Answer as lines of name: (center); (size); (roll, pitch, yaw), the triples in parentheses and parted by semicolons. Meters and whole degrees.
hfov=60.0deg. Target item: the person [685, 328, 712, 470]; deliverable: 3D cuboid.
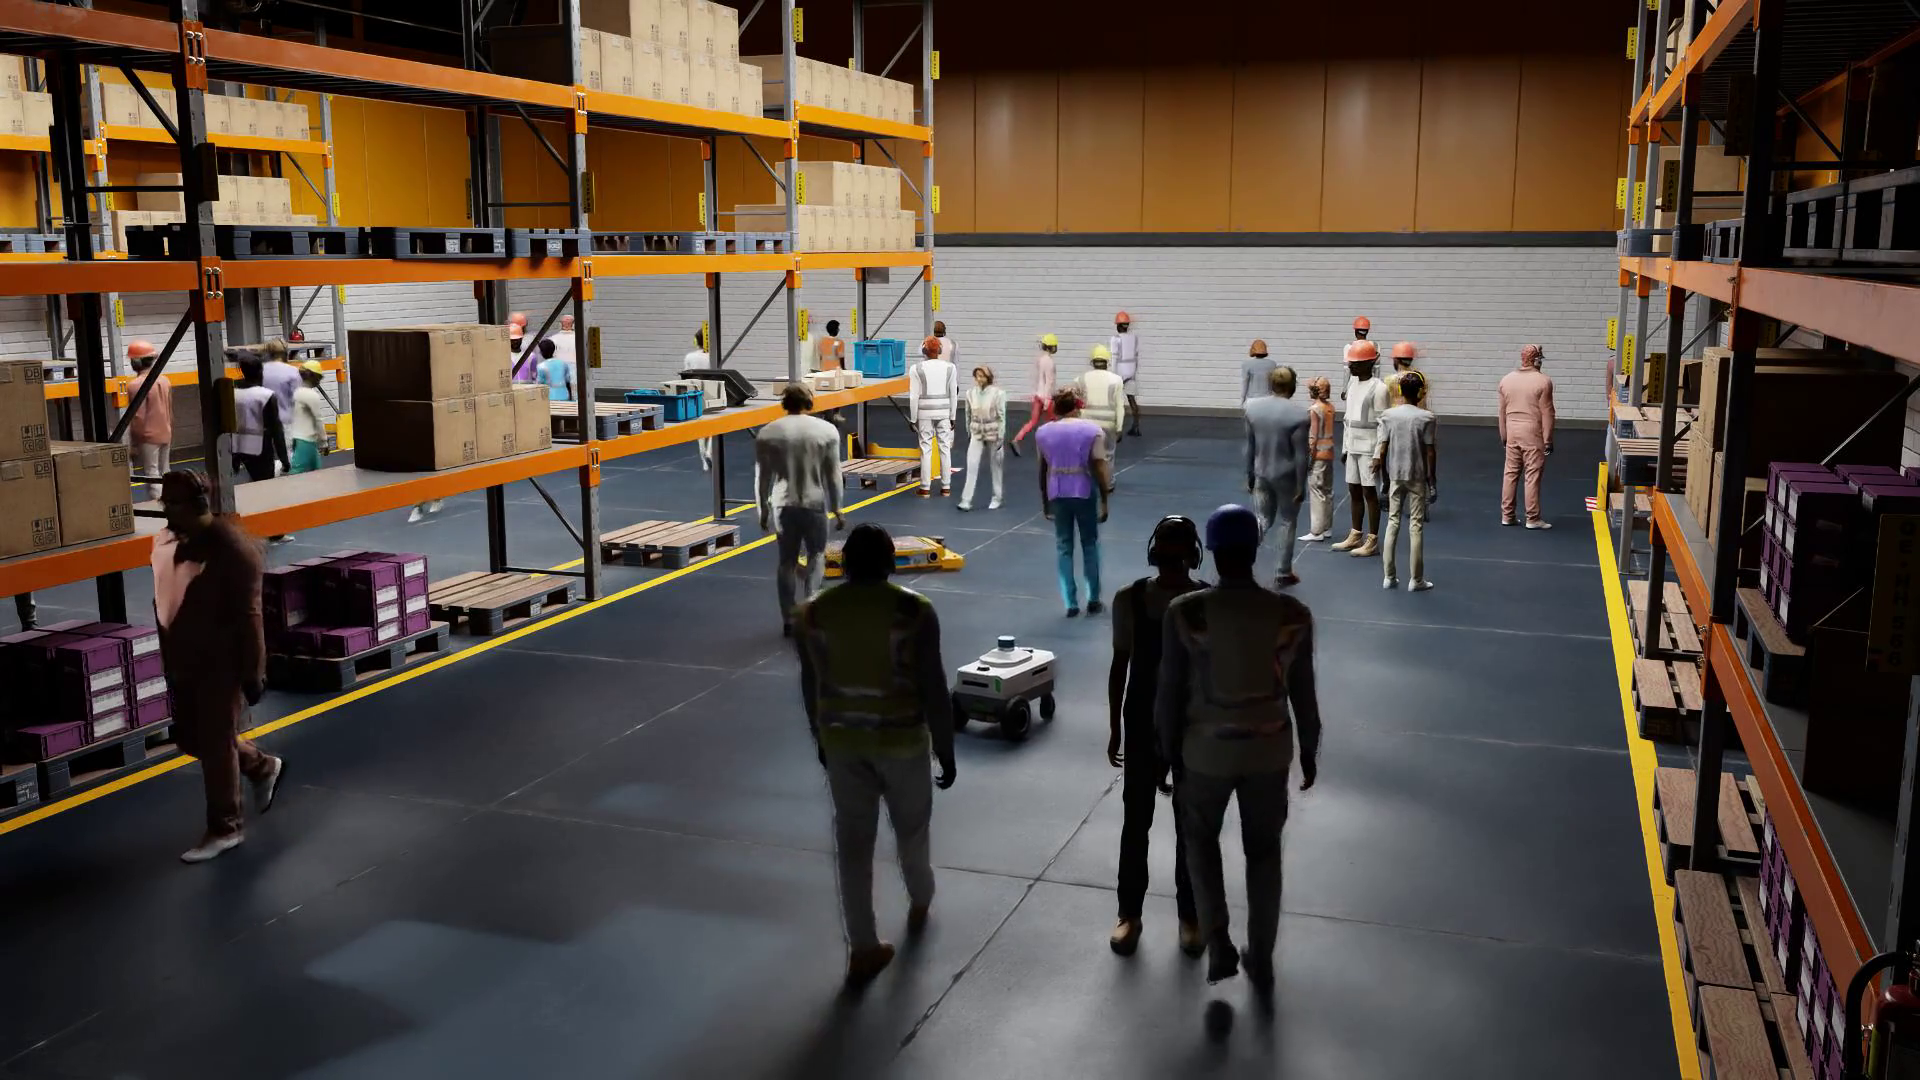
person: (-3.302, -1.828, 21.629); (0.556, 1.855, 0.387); (0, 10, 1)

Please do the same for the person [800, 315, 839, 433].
person: (-2.295, -2.474, 25.067); (1.045, 1.945, 0.630); (-5, 11, -28)

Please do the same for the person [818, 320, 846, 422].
person: (-2.133, -2.798, 27.570); (0.554, 1.692, 0.318); (7, 12, 34)

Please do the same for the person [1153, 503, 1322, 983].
person: (1.091, 0.825, 6.516); (0.673, 1.918, 0.572); (0, 10, -1)

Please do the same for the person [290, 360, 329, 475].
person: (-6.971, -1.056, 17.740); (0.907, 1.703, 0.534); (-8, 13, -38)

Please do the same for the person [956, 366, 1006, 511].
person: (0.255, -1.099, 18.222); (0.527, 1.602, 0.803); (5, 11, 24)

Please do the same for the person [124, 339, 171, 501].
person: (-8.109, -1.011, 16.645); (0.392, 1.992, 0.621); (1, 10, 4)

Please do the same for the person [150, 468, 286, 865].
person: (-3.586, 0.566, 8.056); (0.655, 1.882, 0.639); (5, 11, 27)

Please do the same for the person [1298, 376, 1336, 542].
person: (3.545, -0.799, 16.446); (0.313, 1.640, 0.515); (7, 12, 35)

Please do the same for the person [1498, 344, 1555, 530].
person: (5.875, -1.065, 17.193); (0.406, 1.911, 0.639); (-7, 12, -34)

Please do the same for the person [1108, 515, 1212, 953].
person: (0.863, 0.798, 6.892); (0.504, 1.840, 0.345); (1, 10, 8)

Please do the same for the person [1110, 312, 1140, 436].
person: (2.493, -2.567, 25.710); (0.568, 1.880, 0.996); (-5, 11, -27)

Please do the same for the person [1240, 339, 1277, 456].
person: (4.115, -1.944, 22.914); (0.503, 1.632, 0.267); (-1, 10, -5)

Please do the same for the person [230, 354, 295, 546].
person: (-6.764, -0.830, 15.914); (0.594, 1.895, 0.874); (4, 11, 24)

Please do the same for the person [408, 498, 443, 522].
person: (-5.779, -1.086, 17.917); (0.494, 1.703, 0.885); (2, 10, 10)

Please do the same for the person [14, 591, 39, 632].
person: (-7.109, -0.163, 12.327); (0.599, 1.830, 0.404); (-9, 13, -40)

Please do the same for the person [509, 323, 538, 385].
person: (-5.609, -1.774, 21.102); (0.552, 1.935, 0.366); (-5, 11, -26)

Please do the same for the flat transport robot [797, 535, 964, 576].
flat transport robot: (-0.743, 0.137, 15.032); (1.431, 0.197, 0.652); (-4, 11, -20)

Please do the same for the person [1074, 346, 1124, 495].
person: (1.594, -1.343, 19.151); (0.604, 1.778, 0.947); (3, 10, 14)

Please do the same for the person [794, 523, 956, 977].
person: (-0.318, 0.823, 6.908); (0.691, 1.787, 0.913); (2, 10, 11)

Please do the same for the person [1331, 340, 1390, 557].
person: (3.765, -0.857, 15.644); (0.393, 2.039, 0.613); (-4, 11, -19)

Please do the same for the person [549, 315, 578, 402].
person: (-5.760, -2.361, 24.533); (0.647, 1.899, 0.397); (-1, 10, -3)

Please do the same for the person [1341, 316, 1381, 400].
person: (5.557, -2.132, 23.114); (0.542, 1.939, 0.363); (-2, 10, -10)

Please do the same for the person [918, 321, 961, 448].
person: (-0.304, -2.232, 23.951); (0.627, 1.844, 0.429); (-2, 10, -11)

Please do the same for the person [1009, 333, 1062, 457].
person: (1.111, -1.989, 22.898); (0.828, 1.730, 0.518); (-5, 11, -24)

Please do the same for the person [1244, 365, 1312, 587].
person: (2.658, -0.525, 14.119); (0.640, 1.918, 0.653); (9, 13, 41)

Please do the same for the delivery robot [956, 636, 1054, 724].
delivery robot: (0.280, 0.826, 10.086); (0.477, 0.478, 0.707); (6, 12, 32)

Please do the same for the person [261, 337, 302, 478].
person: (-7.545, -1.278, 18.378); (0.633, 1.914, 0.875); (5, 11, 27)

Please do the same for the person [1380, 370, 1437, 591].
person: (3.808, -0.494, 14.112); (0.513, 1.862, 0.328); (7, 12, 36)

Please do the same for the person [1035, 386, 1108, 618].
person: (0.889, -0.312, 13.237); (0.608, 1.805, 0.642); (3, 10, 15)

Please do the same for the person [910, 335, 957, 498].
person: (-0.313, -1.426, 19.298); (0.576, 1.882, 0.355); (-3, 11, -19)

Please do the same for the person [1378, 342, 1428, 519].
person: (4.768, -1.176, 17.900); (0.552, 1.894, 0.984); (-6, 12, -29)

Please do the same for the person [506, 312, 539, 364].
person: (-6.253, -2.268, 23.778); (0.959, 1.972, 0.694); (-3, 10, -15)

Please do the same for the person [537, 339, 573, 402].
person: (-5.523, -1.868, 22.362); (0.738, 1.662, 0.545); (9, 13, 40)

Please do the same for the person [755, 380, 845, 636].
person: (-1.203, -0.235, 12.505); (0.692, 1.913, 0.458); (0, 10, 2)

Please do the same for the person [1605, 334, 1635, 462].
person: (8.726, -1.821, 21.844); (0.305, 1.771, 0.525); (-7, 13, -36)
